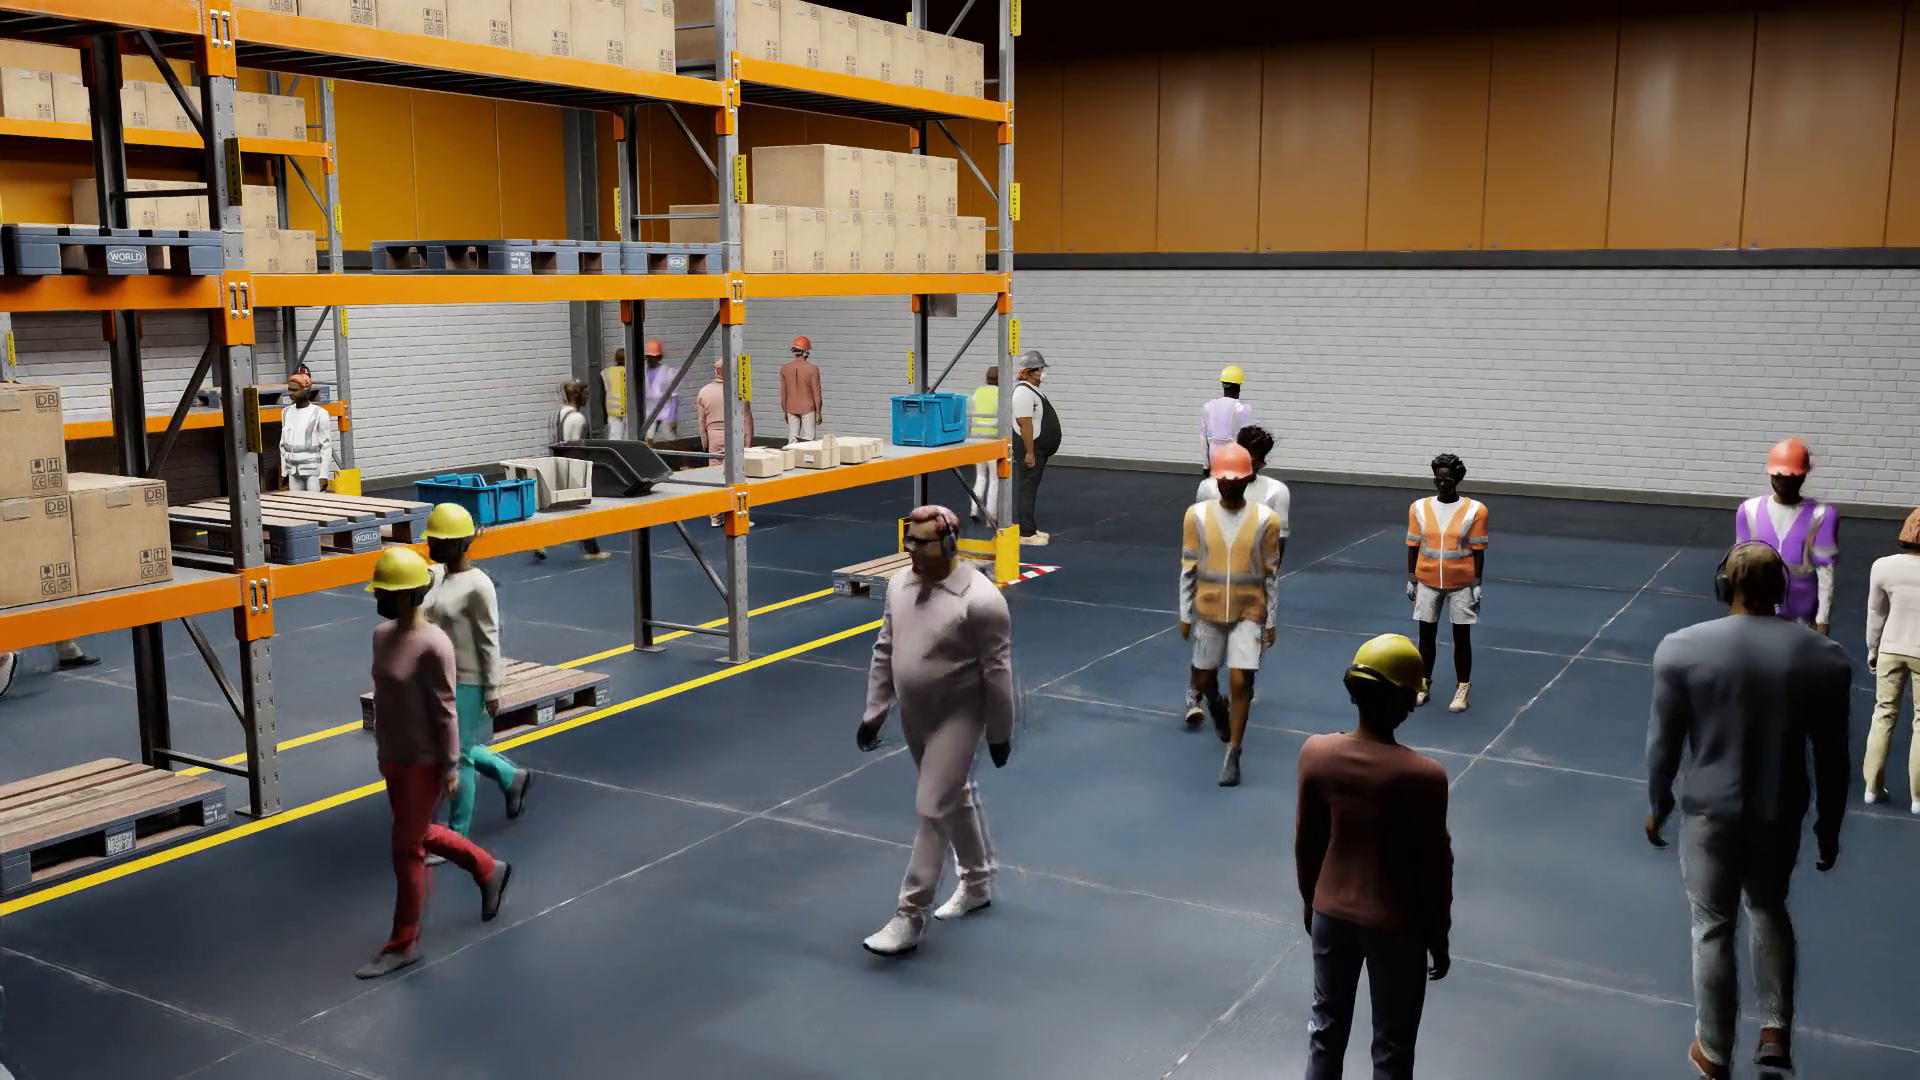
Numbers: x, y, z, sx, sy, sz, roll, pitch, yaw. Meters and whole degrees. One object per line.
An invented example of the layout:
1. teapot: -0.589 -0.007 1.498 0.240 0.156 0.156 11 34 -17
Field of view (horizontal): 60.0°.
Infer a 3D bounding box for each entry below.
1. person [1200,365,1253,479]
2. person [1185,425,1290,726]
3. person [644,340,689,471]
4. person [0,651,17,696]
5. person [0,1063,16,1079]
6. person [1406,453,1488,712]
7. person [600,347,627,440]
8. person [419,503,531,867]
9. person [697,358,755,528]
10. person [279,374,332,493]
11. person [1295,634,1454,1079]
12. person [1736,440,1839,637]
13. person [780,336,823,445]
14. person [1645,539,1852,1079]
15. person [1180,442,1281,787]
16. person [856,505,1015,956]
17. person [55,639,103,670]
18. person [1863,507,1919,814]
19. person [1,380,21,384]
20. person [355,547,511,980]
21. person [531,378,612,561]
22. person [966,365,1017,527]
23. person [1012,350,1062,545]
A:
1. person: 2.684 -0.777 16.621 0.594 1.926 0.366 8 12 39
2. person: 1.752 0.221 10.503 0.623 1.893 0.954 3 9 16
3. person: -3.952 -1.659 21.986 0.663 1.990 1.047 4 10 23
4. person: -6.710 0.184 10.802 0.654 1.881 0.829 8 12 42
5. person: -3.248 1.255 5.006 0.879 1.591 0.505 -9 13 -44
6. person: 3.151 0.273 10.812 0.530 1.689 0.322 5 10 29
7. person: -4.653 -1.747 23.009 0.642 1.824 0.498 0 9 2
8. person: -2.399 0.670 8.129 0.535 1.750 0.643 8 12 40
9. person: -2.586 -1.077 18.547 0.642 1.913 0.409 3 9 15
10. person: -6.279 -0.645 15.944 0.574 1.883 0.355 4 10 21
11. person: 1.266 1.157 5.086 0.524 1.760 0.326 9 13 44
12. person: 4.657 0.387 9.466 0.562 1.893 0.899 6 11 35
13. person: -2.130 -1.750 22.485 0.609 1.995 0.376 4 10 22
14. person: 2.742 0.961 5.836 0.637 1.916 0.455 2 9 9
15. person: 1.539 0.378 9.462 0.553 1.918 0.786 2 9 14
16. person: -0.168 0.785 7.057 0.949 1.865 0.642 -8 12 -41
17. person: -6.608 0.084 11.705 0.833 1.790 0.590 -7 11 -36
18. person: 5.046 0.628 8.802 0.281 1.625 0.493 -7 11 -35
19. person: -8.711 -0.538 15.331 0.521 1.865 0.327 6 11 32
20. person: -2.200 0.874 6.899 0.530 1.744 0.746 8 12 40
21. person: -3.840 -0.668 16.277 0.752 1.828 0.514 -7 11 -37
22. person: 0.352 -1.045 18.669 0.637 1.812 0.448 5 10 28
23. person: 0.799 -0.975 17.506 0.537 2.000 0.683 1 9 6
